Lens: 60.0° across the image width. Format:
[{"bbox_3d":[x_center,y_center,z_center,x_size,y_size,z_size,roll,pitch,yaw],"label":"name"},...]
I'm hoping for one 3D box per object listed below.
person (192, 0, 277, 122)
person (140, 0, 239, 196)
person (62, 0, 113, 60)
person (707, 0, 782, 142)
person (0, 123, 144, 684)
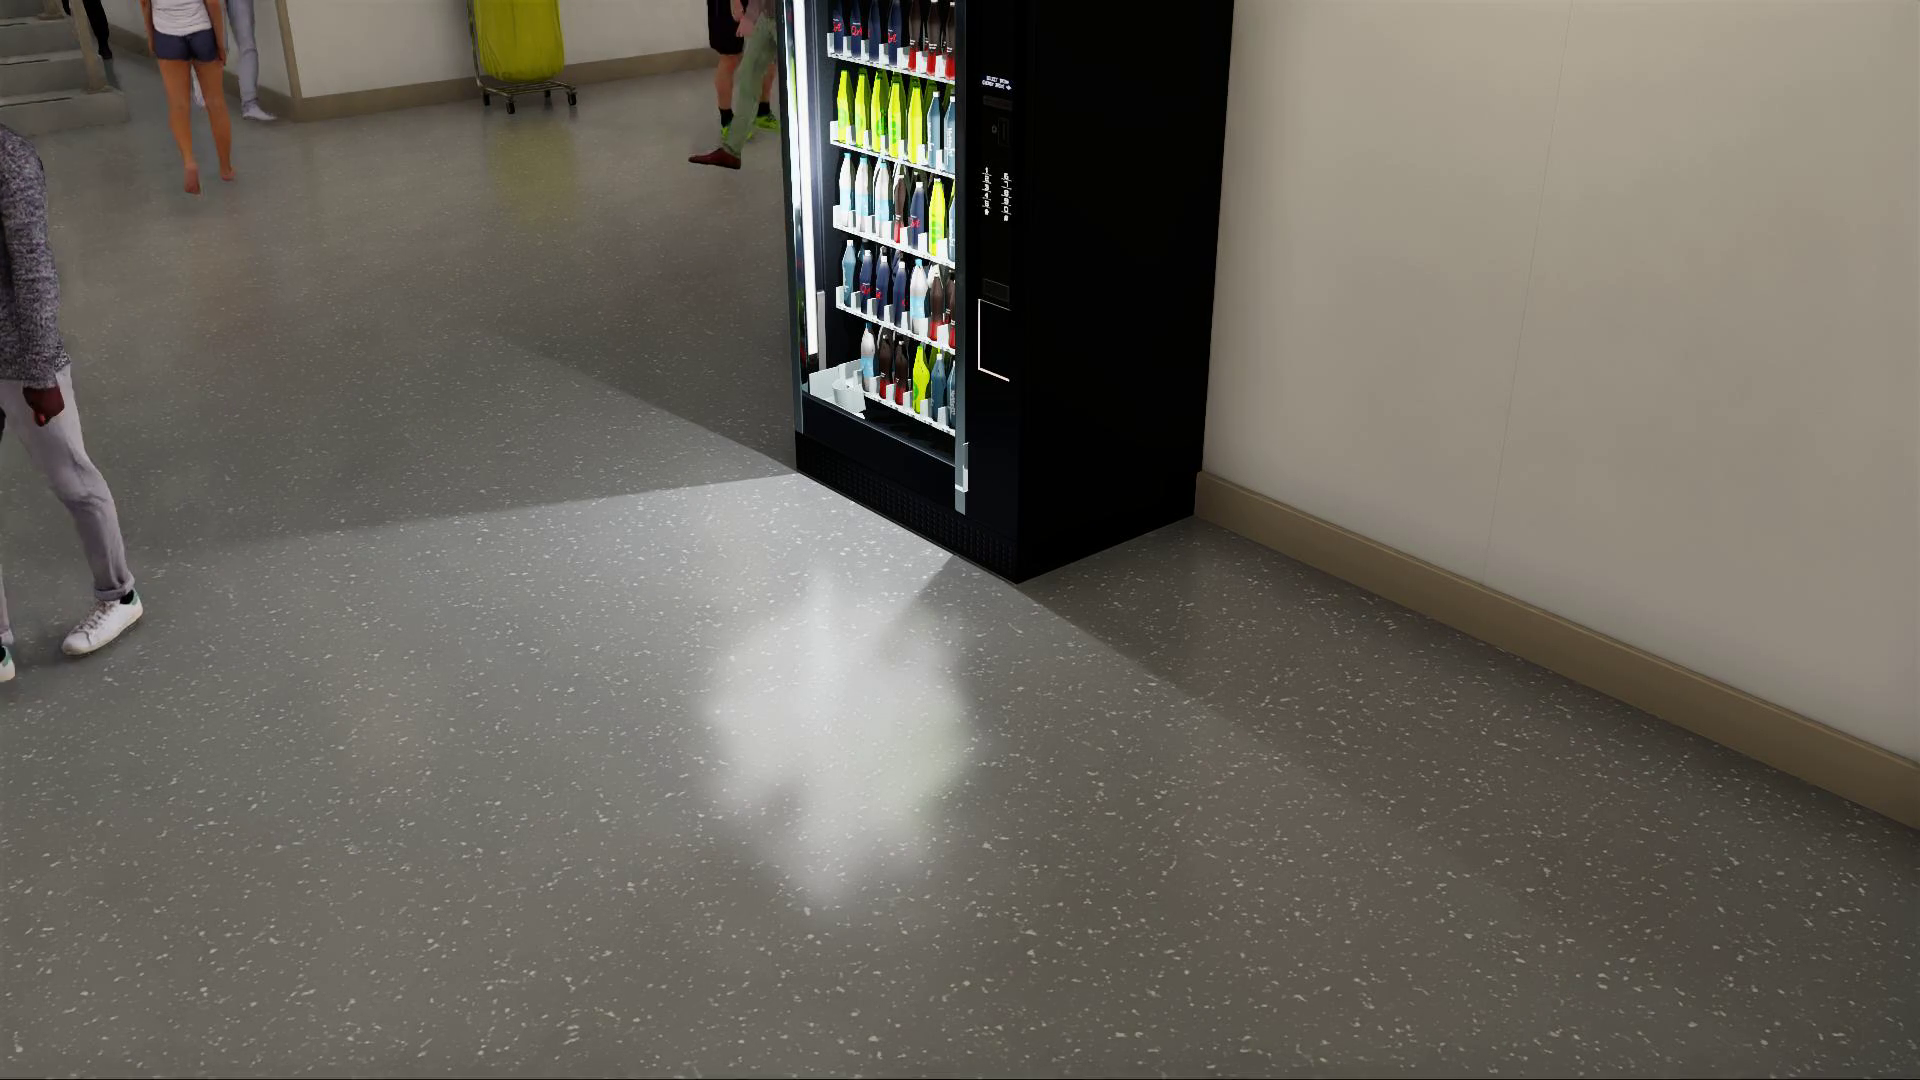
[{"bbox_3d":[-5.053,-3.795,11.291,1.046,1.857,0.847,20,32,36],"label":"person"},{"bbox_3d":[-4.394,-2.807,9.415,0.847,1.708,1.138,-8,27,-17],"label":"person"},{"bbox_3d":[-7.294,-4.794,13.482,0.613,1.754,0.530,-20,32,-36],"label":"person"},{"bbox_3d":[-1.495,-3.510,10.685,0.801,1.871,0.785,15,29,28],"label":"person"},{"bbox_3d":[-2.550,-0.514,4.535,1.044,1.816,1.075,6,26,11],"label":"person"}]
